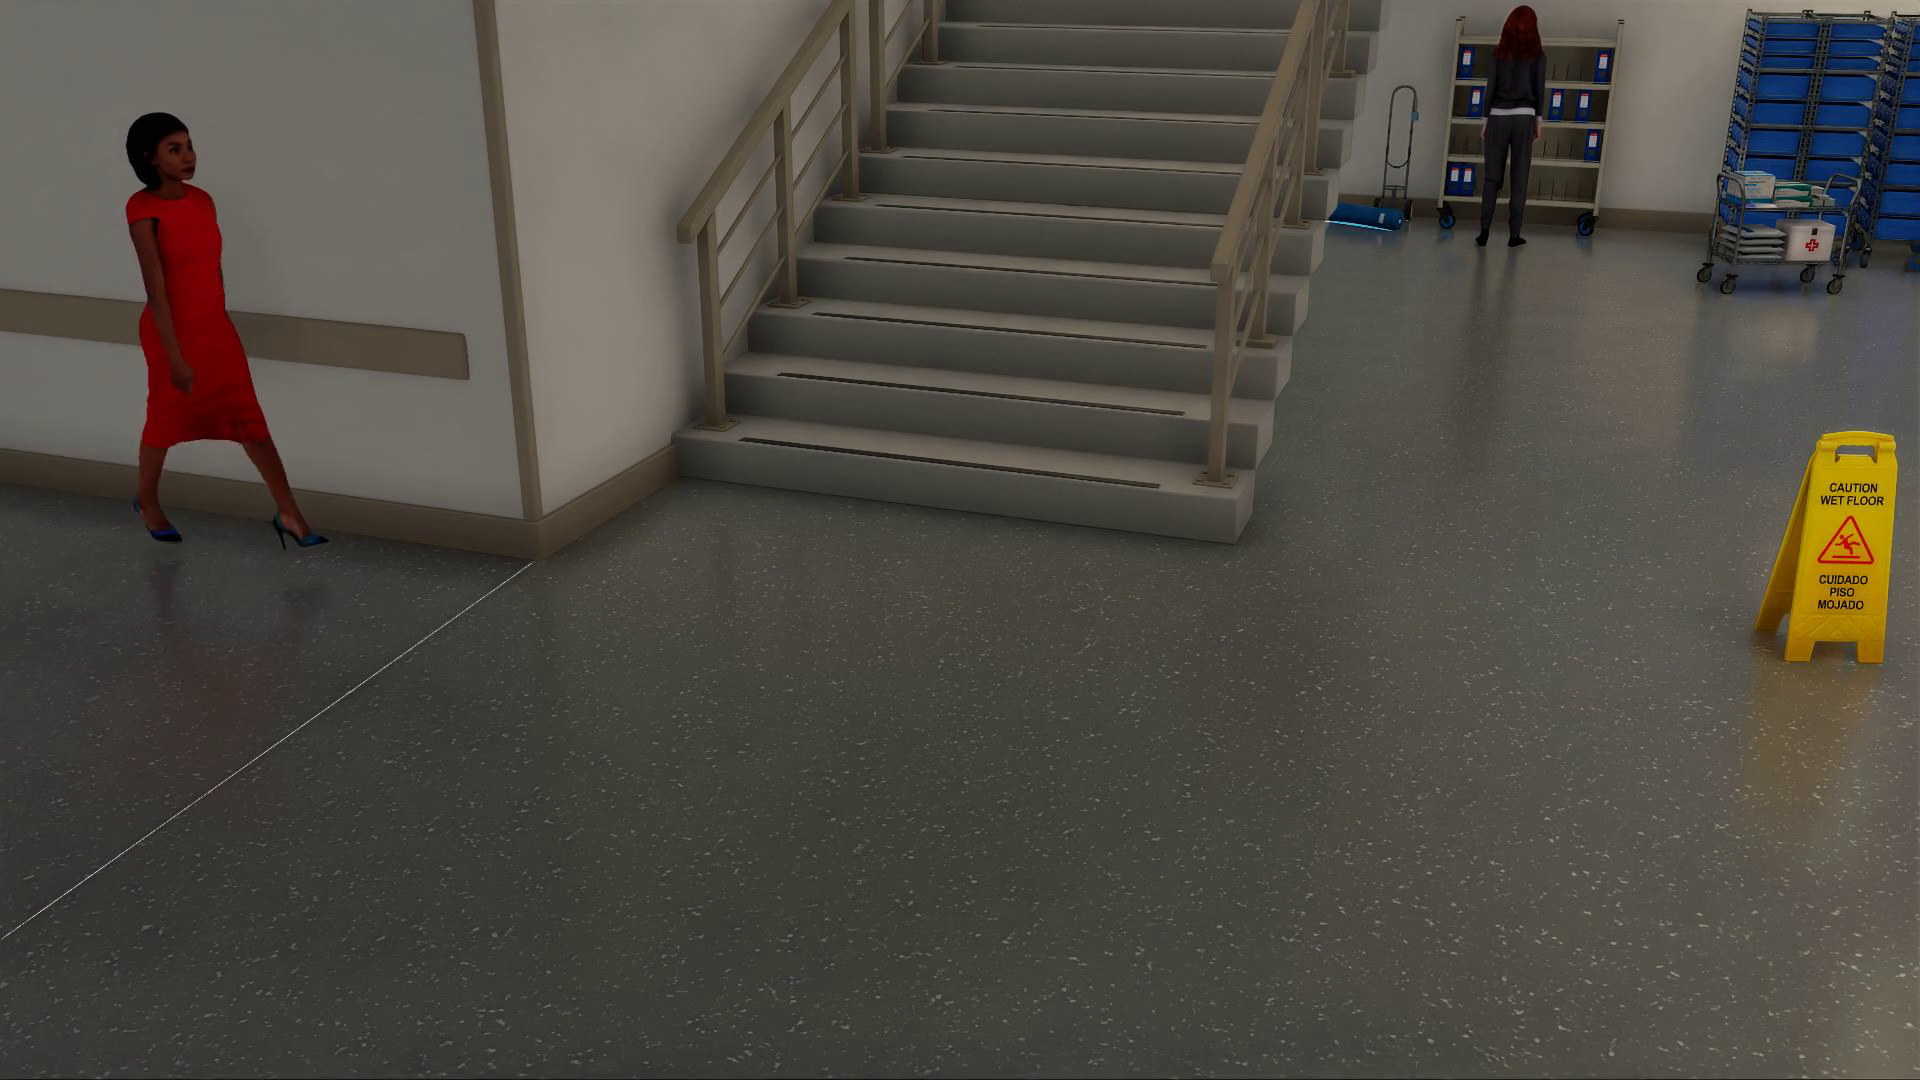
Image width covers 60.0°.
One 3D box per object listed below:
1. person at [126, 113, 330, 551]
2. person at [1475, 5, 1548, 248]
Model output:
[{"bbox_3d":[-3.045,-0.737,6.426,0.663,1.694,1.035,7,22,19],"label":"person"},{"bbox_3d":[4.177,-3.126,12.612,0.586,1.780,0.495,8,22,20],"label":"person"}]
